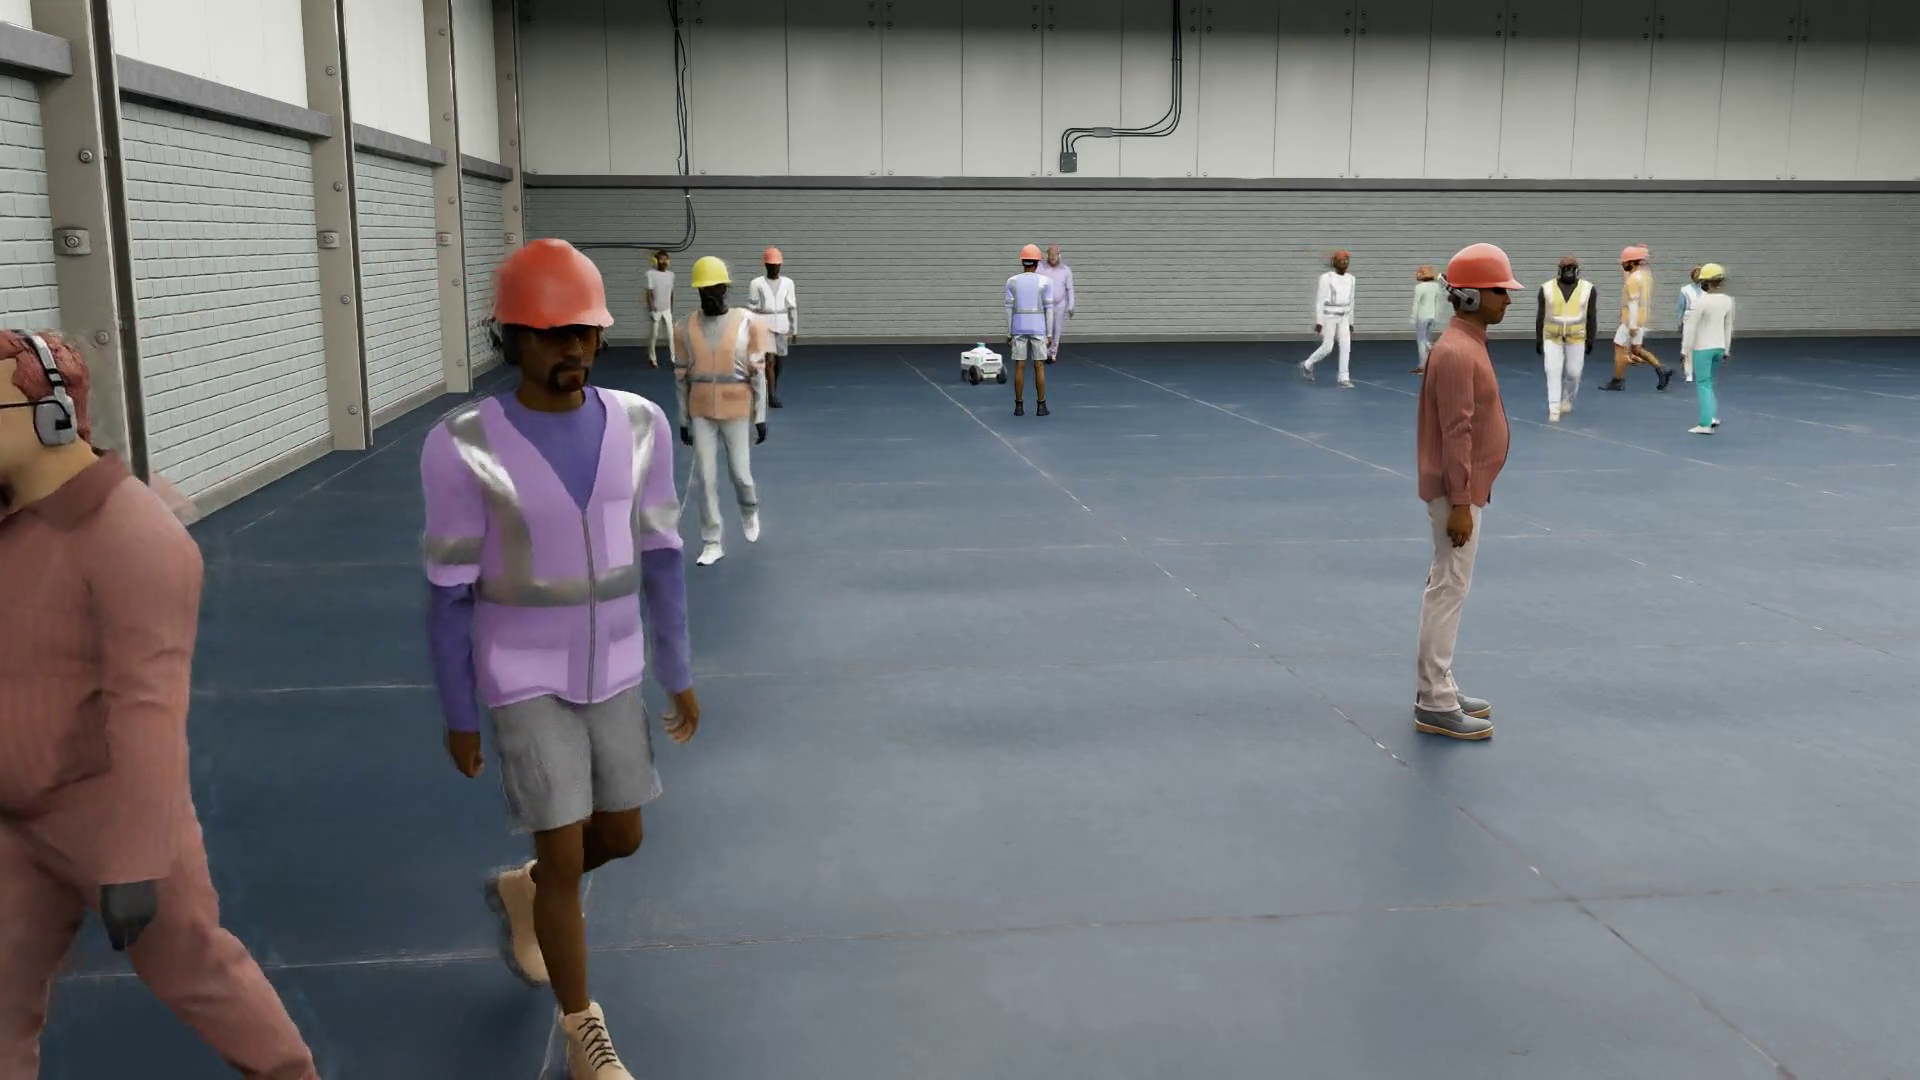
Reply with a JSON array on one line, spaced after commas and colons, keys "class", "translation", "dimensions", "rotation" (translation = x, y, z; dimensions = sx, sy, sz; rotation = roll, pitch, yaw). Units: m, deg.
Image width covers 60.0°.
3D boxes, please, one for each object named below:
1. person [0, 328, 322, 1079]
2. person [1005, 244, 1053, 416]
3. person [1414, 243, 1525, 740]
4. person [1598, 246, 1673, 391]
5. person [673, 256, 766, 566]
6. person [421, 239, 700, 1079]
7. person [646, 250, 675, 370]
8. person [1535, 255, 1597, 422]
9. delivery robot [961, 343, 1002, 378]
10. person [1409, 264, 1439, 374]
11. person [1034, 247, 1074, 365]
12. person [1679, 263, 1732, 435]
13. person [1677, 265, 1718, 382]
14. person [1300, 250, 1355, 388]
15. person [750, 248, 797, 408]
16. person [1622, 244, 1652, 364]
[{"class": "person", "translation": [-1.699, 0.518, 3.247], "dimensions": [0.661, 1.862, 0.985], "rotation": [6, 12, 30]}, {"class": "person", "translation": [0.785, -2.370, 18.847], "dimensions": [0.547, 1.938, 0.379], "rotation": [2, 11, 11]}, {"class": "person", "translation": [2.057, -0.201, 6.801], "dimensions": [0.386, 1.992, 0.625], "rotation": [3, 11, 17]}, {"class": "person", "translation": [8.871, -2.878, 21.734], "dimensions": [0.829, 1.907, 0.556], "rotation": [8, 13, 37]}, {"class": "person", "translation": [-1.488, -0.818, 10.423], "dimensions": [0.597, 1.905, 0.637], "rotation": [1, 10, 6]}, {"class": "person", "translation": [-0.984, 0.300, 3.988], "dimensions": [0.615, 2.025, 0.783], "rotation": [-8, 13, -39]}, {"class": "person", "translation": [-4.546, -3.494, 25.352], "dimensions": [0.504, 1.821, 0.998], "rotation": [-7, 12, -32]}, {"class": "person", "translation": [6.689, -2.230, 18.400], "dimensions": [0.632, 1.825, 0.637], "rotation": [3, 11, 18]}, {"class": "delivery robot", "translation": [0.294, -2.486, 23.021], "dimensions": [0.477, 0.478, 0.707], "rotation": [-5, 11, -24]}, {"class": "person", "translation": [6.847, -3.259, 24.598], "dimensions": [0.500, 1.621, 0.337], "rotation": [-8, 13, -38]}, {"class": "person", "translation": [1.484, -3.724, 26.487], "dimensions": [0.670, 1.852, 1.014], "rotation": [0, 10, -2]}, {"class": "person", "translation": [7.655, -1.958, 17.120], "dimensions": [0.526, 1.753, 0.451], "rotation": [-5, 12, -27]}, {"class": "person", "translation": [10.338, -3.038, 23.347], "dimensions": [0.530, 1.623, 0.549], "rotation": [4, 11, 19]}, {"class": "person", "translation": [5.024, -2.986, 22.474], "dimensions": [0.608, 1.856, 0.797], "rotation": [-5, 12, -26]}, {"class": "person", "translation": [-2.266, -2.571, 20.079], "dimensions": [0.556, 1.905, 0.943], "rotation": [-4, 11, -20]}, {"class": "person", "translation": [10.855, -3.774, 26.640], "dimensions": [0.645, 1.905, 0.400], "rotation": [-8, 13, -39]}]
